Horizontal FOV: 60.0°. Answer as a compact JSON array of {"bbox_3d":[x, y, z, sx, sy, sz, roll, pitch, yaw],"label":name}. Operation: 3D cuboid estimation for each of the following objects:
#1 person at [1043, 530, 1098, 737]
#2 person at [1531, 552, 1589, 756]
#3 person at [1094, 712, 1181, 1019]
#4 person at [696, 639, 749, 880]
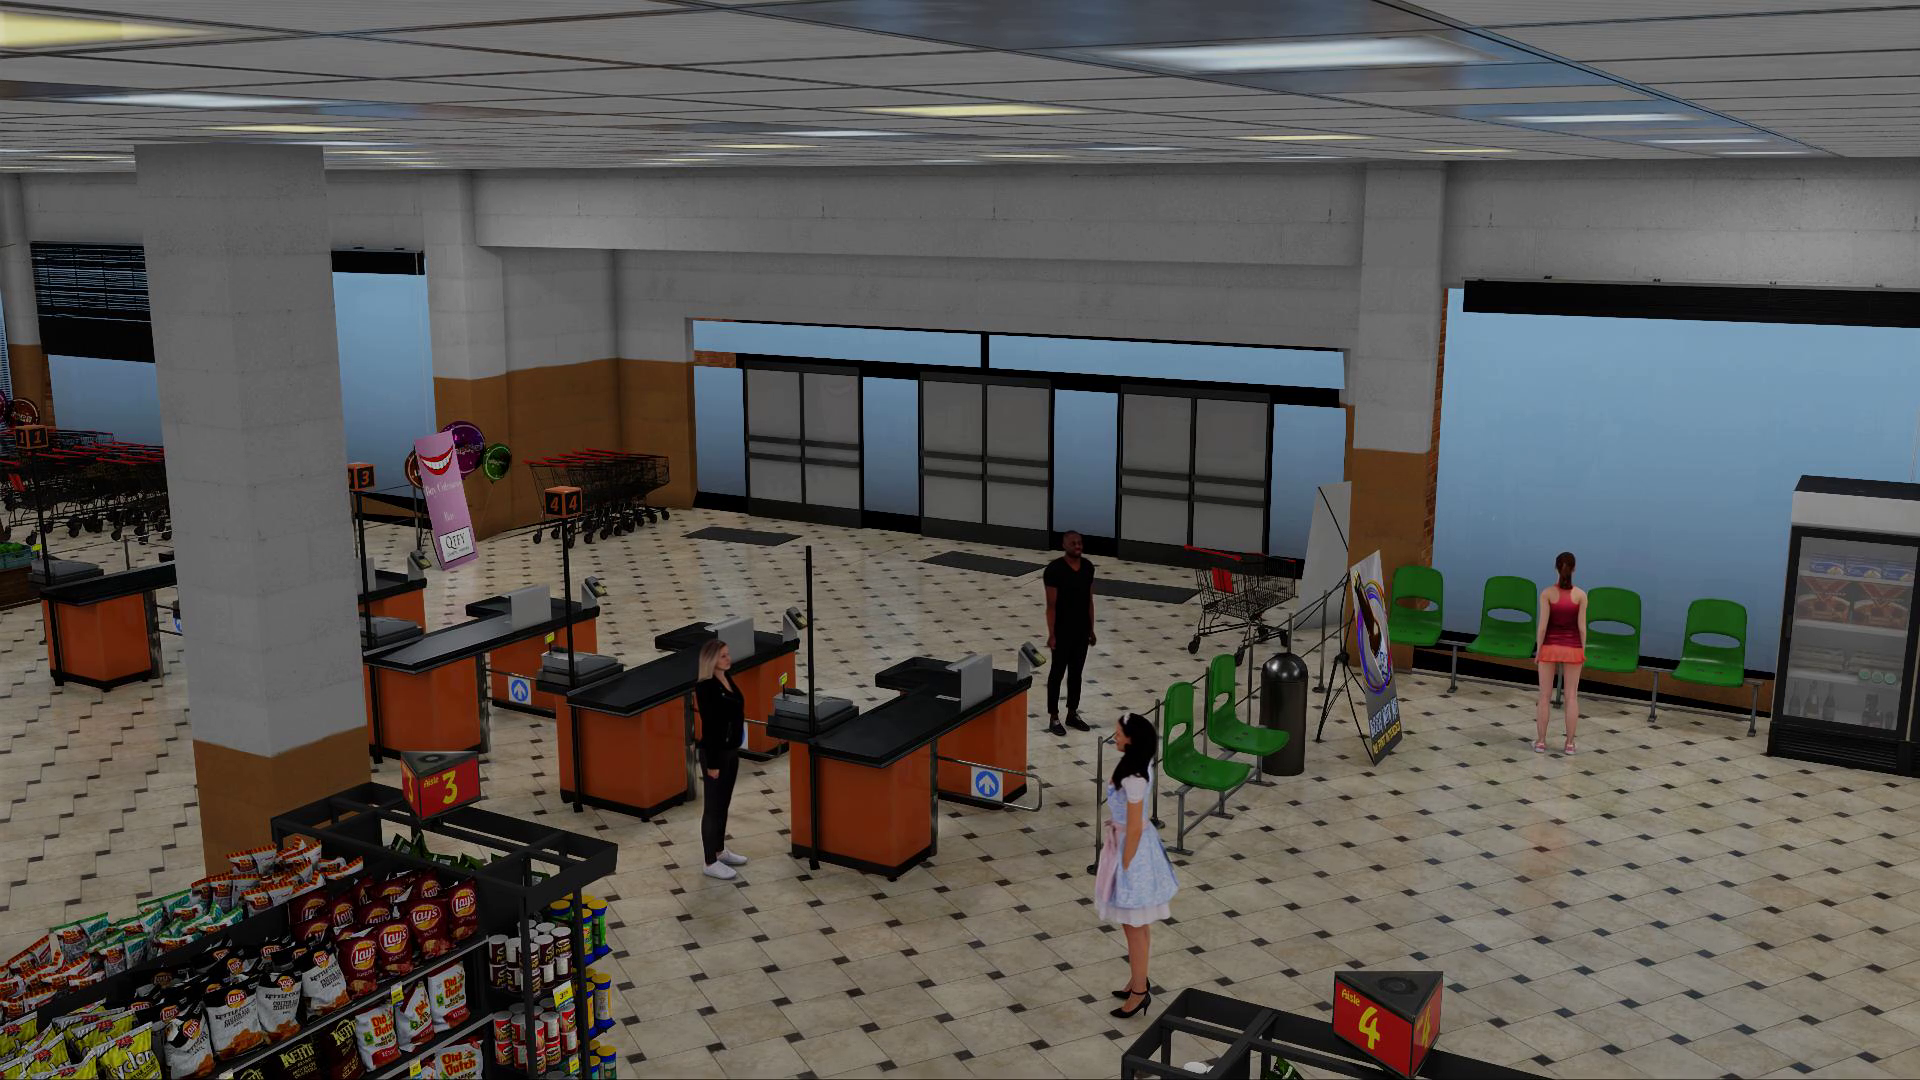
[{"bbox_3d":[0.966,0.801,14.731,0.686,1.819,0.811,-7,14,-29],"label":"person"},{"bbox_3d":[5.109,0.955,14.159,0.626,1.754,0.632,3,12,15],"label":"person"},{"bbox_3d":[0.996,1.877,9.631,0.865,1.816,0.781,2,12,10],"label":"person"},{"bbox_3d":[-1.699,1.515,11.663,0.738,1.686,0.579,2,12,11],"label":"person"}]
